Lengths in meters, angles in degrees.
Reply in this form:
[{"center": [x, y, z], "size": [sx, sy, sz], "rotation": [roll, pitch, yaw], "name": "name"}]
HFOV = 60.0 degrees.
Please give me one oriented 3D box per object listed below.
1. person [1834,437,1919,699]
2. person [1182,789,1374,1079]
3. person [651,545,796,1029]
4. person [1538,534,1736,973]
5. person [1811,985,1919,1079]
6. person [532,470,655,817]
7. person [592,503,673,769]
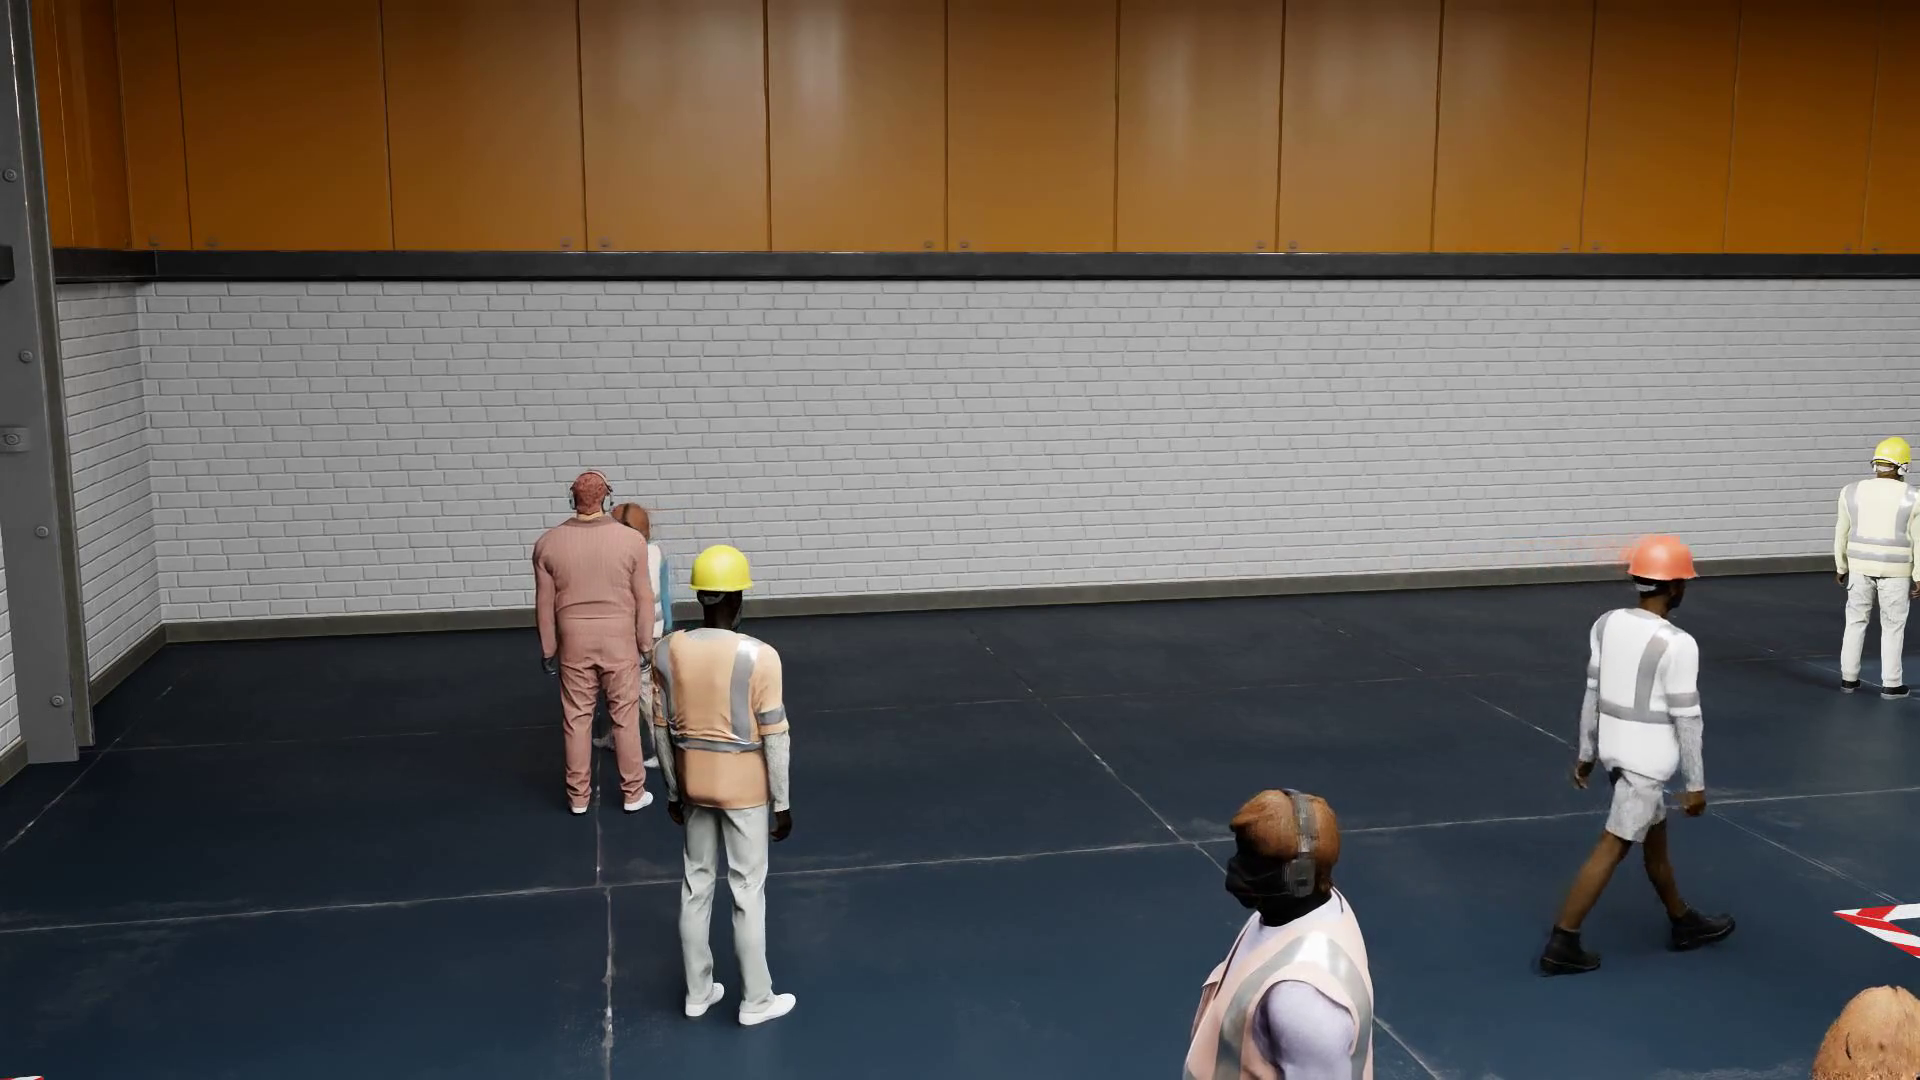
[{"center": [6.448, 0.193, 11.633], "size": [0.404, 1.830, 0.601], "rotation": [-9, 13, -44], "name": "person"}, {"center": [0.725, 1.465, 3.852], "size": [0.429, 1.843, 0.633], "rotation": [1, 9, 9], "name": "person"}, {"center": [-0.929, 0.974, 6.582], "size": [0.587, 1.929, 0.361], "rotation": [4, 10, 21], "name": "person"}, {"center": [2.926, 0.912, 7.087], "size": [1.022, 1.884, 0.563], "rotation": [-3, 10, -15], "name": "person"}, {"center": [1.728, 1.674, 3.246], "size": [0.506, 1.620, 0.571], "rotation": [5, 10, 27], "name": "person"}, {"center": [-1.985, 0.567, 9.128], "size": [0.637, 1.911, 0.403], "rotation": [-1, 9, -3], "name": "person"}, {"center": [-1.987, 0.568, 10.067], "size": [0.781, 1.597, 0.535], "rotation": [5, 10, 27], "name": "person"}]
